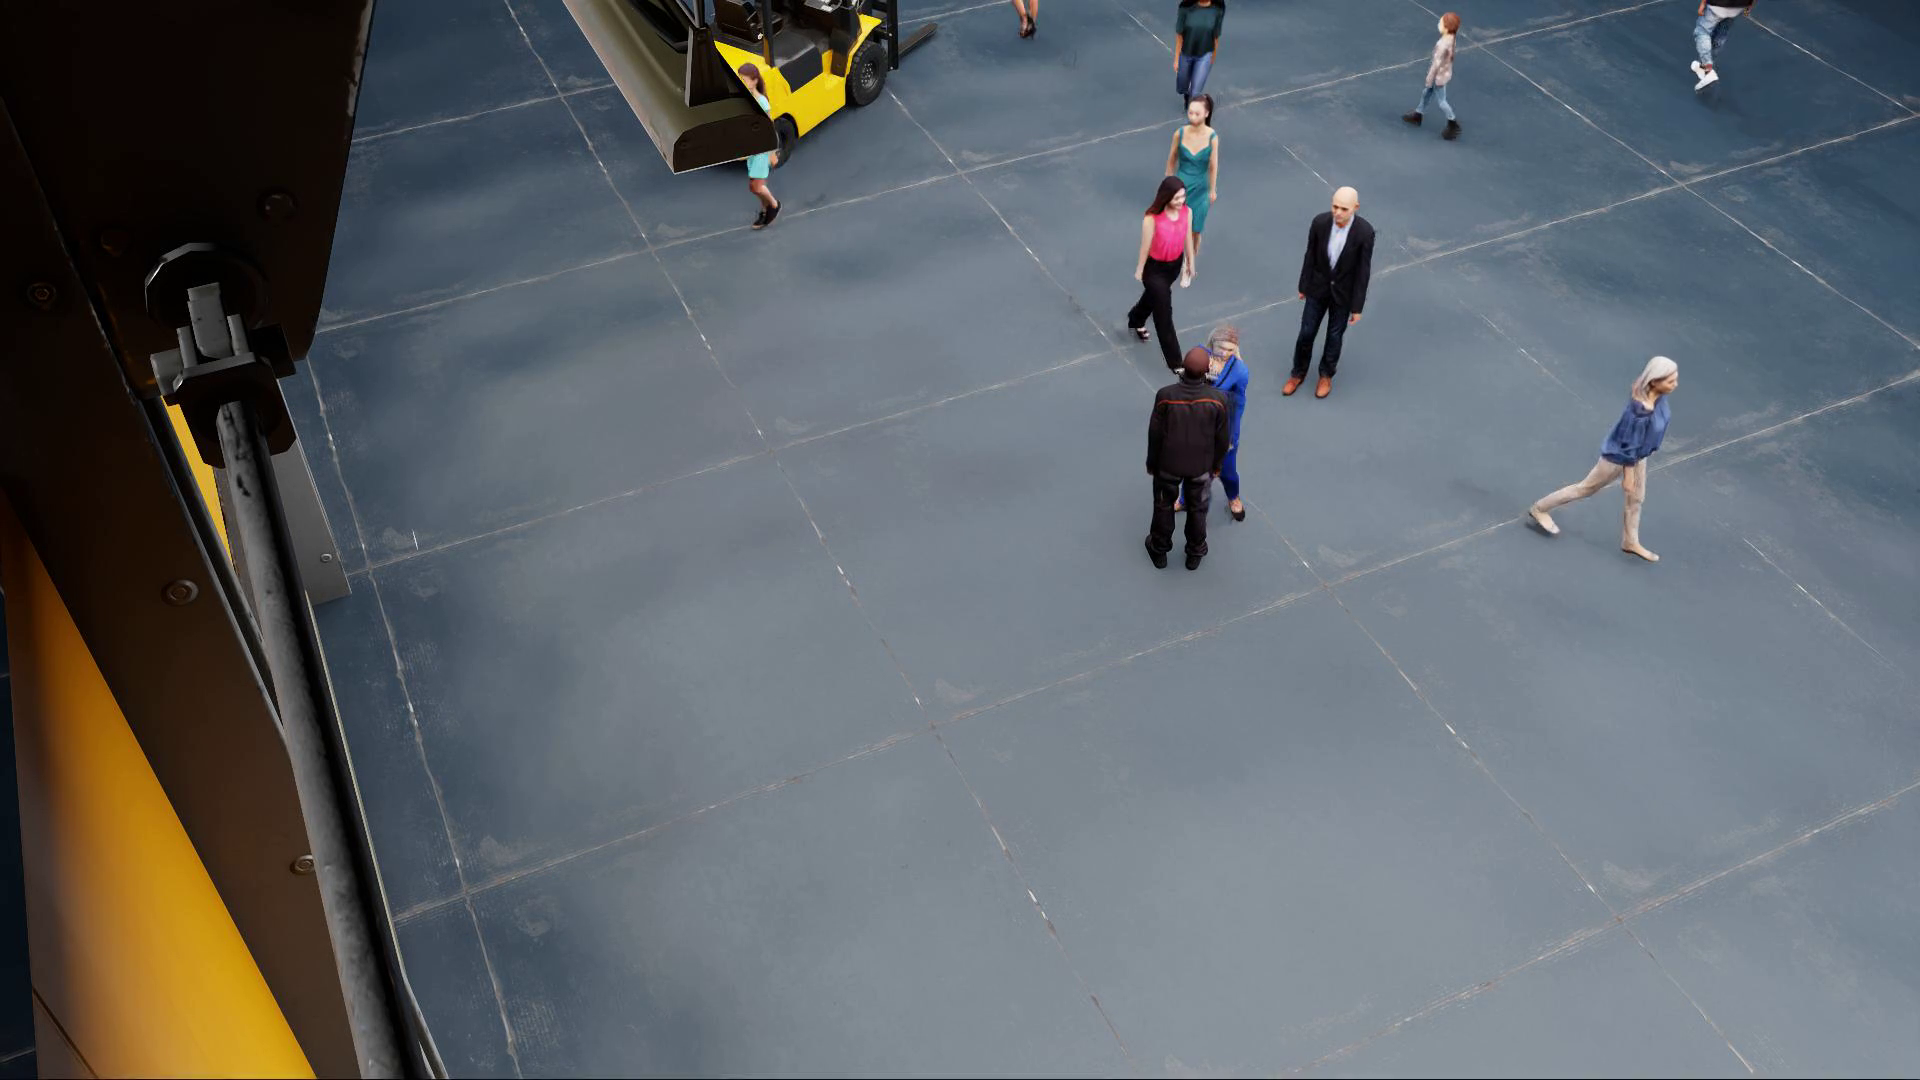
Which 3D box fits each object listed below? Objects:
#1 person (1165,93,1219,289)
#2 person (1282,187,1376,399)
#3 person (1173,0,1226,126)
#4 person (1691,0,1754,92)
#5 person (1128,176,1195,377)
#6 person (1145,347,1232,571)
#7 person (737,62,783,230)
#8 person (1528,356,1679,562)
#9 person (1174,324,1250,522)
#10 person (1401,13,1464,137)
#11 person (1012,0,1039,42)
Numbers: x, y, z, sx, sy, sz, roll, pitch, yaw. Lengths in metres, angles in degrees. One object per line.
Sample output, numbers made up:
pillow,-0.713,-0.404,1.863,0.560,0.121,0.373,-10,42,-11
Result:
person,1.945,-2.939,13.795,0.750,1.669,0.810,15,46,16
person,2.855,-1.907,12.622,0.816,1.792,0.889,18,46,18
person,2.202,-4.549,15.536,0.894,1.599,1.023,6,44,7
person,7.450,-5.199,16.078,0.911,1.793,1.086,-3,44,-3
person,1.531,-2.126,12.990,0.738,1.602,1.177,-27,50,-25
person,1.506,-0.540,11.164,0.795,1.825,0.784,3,44,3
person,-1.698,-3.430,14.396,0.625,1.551,0.715,31,52,29
person,4.423,-0.586,11.338,1.236,1.651,1.006,27,50,25
person,1.730,-0.818,11.554,0.934,1.690,0.801,-27,50,-25
person,4.568,-4.363,15.648,0.905,1.175,0.771,22,48,21
person,0.733,-5.887,16.787,0.701,1.810,0.692,-32,52,-29
